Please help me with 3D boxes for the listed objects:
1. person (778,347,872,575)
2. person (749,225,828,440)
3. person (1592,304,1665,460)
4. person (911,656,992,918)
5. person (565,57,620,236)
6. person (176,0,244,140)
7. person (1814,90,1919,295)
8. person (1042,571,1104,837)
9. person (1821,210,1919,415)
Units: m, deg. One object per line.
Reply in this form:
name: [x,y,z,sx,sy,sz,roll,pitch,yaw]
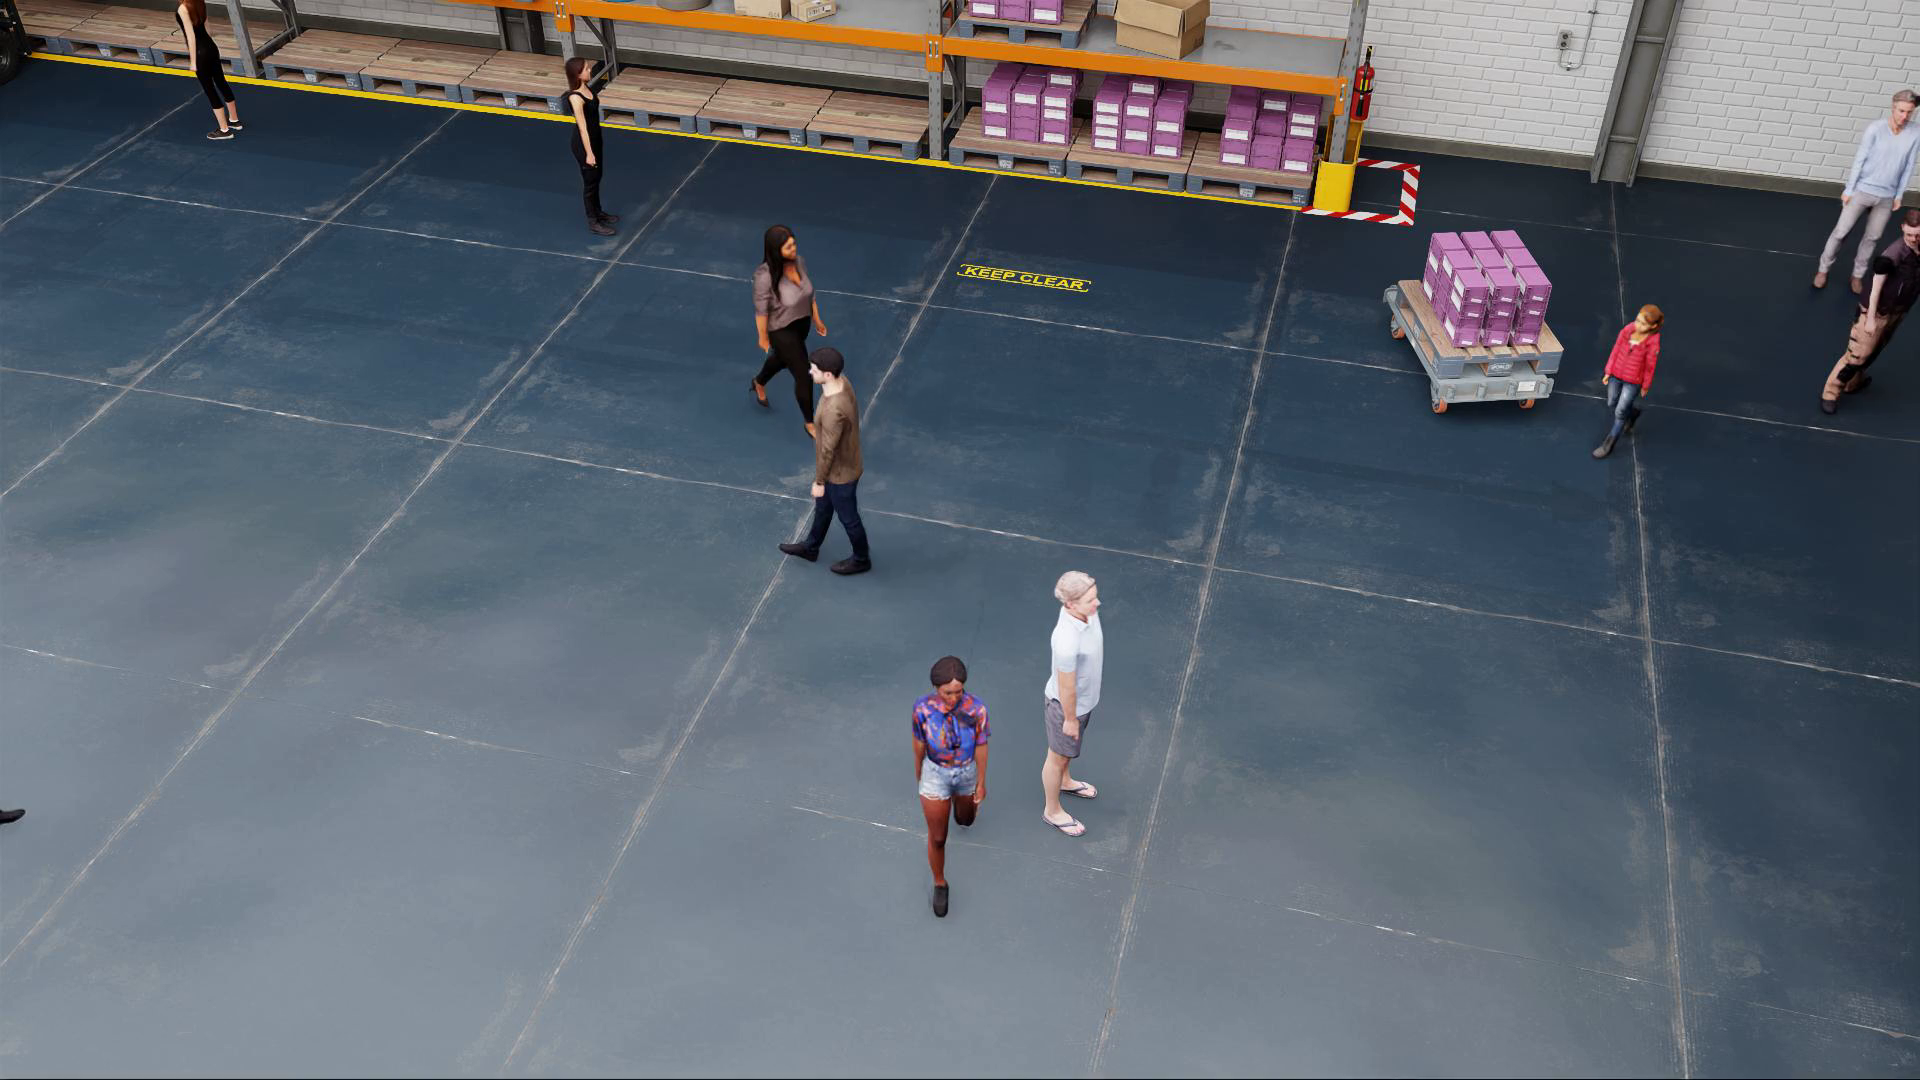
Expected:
person: [-0.753,-0.516,11.350,0.990,1.866,0.831,-2,39,-2]
person: [-1.405,-1.617,12.782,1.230,1.799,0.891,21,43,25]
person: [5.149,-1.255,12.728,0.856,1.300,0.805,-22,43,-25]
person: [-0.039,1.260,9.243,1.018,1.721,0.851,0,39,0]
person: [-3.446,-3.668,15.439,0.629,1.688,0.648,-1,39,-1]
person: [-7.750,-4.983,17.055,0.533,1.726,0.595,5,39,7]
person: [7.946,-3.035,14.487,0.497,1.888,0.698,8,39,10]
person: [0.636,0.900,9.605,0.565,1.832,0.662,12,40,15]
person: [7.247,-1.856,13.076,0.953,1.806,0.930,32,48,33]
